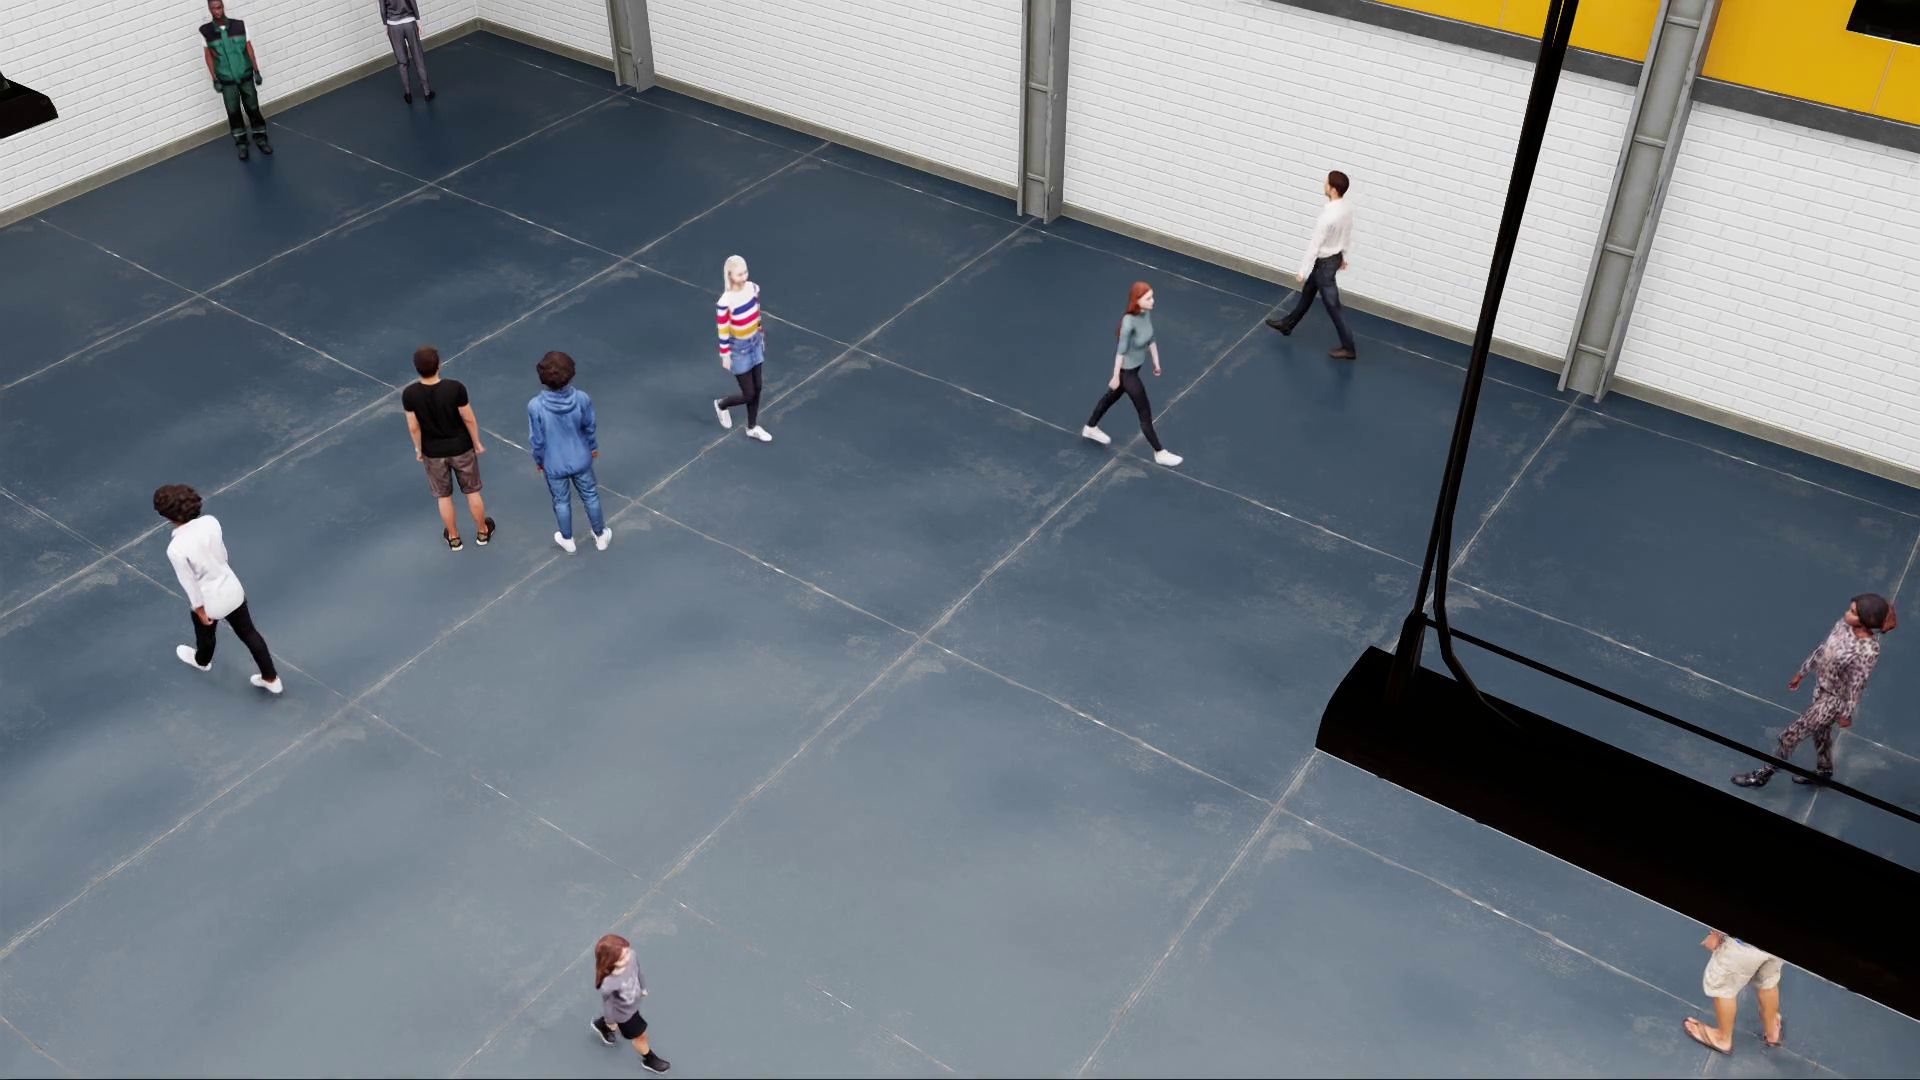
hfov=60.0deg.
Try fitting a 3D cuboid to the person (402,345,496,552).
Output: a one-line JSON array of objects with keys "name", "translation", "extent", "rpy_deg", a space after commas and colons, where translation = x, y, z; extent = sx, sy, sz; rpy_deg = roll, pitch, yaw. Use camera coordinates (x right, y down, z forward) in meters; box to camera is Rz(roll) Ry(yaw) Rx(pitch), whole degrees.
[{"name": "person", "translation": [-4.037, -0.721, 13.073], "extent": [0.764, 1.861, 0.802], "rpy_deg": [-10, 40, -12]}]

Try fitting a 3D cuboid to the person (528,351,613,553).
[{"name": "person", "translation": [-3.096, -0.672, 13.055], "extent": [0.781, 1.806, 0.798], "rpy_deg": [-18, 42, -21]}]

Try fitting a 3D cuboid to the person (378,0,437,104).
[{"name": "person", "translation": [-6.667, -6.113, 19.890], "extent": [0.645, 1.779, 0.695], "rpy_deg": [-8, 39, -10]}]

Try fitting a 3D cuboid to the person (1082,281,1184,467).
[{"name": "person", "translation": [1.371, -1.435, 14.109], "extent": [1.209, 1.683, 0.679], "rpy_deg": [19, 42, 22]}]

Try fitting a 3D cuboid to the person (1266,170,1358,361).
[{"name": "person", "translation": [3.453, -2.476, 15.301], "extent": [1.210, 1.822, 0.707], "rpy_deg": [25, 45, 28]}]

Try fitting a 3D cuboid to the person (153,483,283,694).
[{"name": "person", "translation": [-5.187, 0.401, 11.747], "extent": [1.133, 1.761, 0.734], "rpy_deg": [17, 42, 20]}]

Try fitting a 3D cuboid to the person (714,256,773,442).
[{"name": "person", "translation": [-1.919, -1.661, 14.300], "extent": [0.788, 1.799, 0.662], "rpy_deg": [22, 44, 25]}]

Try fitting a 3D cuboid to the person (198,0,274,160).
[{"name": "person", "translation": [-8.157, -5.213, 18.715], "extent": [0.770, 1.839, 0.750], "rpy_deg": [-20, 43, -23]}]

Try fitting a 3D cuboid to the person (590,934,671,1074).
[{"name": "person", "translation": [-1.958, 2.616, 9.513], "extent": [0.811, 1.090, 0.575], "rpy_deg": [14, 41, 17]}]

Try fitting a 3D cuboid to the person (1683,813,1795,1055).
[{"name": "person", "translation": [4.552, 2.259, 9.369], "extent": [0.958, 1.826, 0.952], "rpy_deg": [-4, 39, -5]}]

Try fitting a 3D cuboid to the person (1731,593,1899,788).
[{"name": "person", "translation": [5.851, 1.041, 11.005], "extent": [1.035, 1.687, 0.879], "rpy_deg": [3, 39, 3]}]
